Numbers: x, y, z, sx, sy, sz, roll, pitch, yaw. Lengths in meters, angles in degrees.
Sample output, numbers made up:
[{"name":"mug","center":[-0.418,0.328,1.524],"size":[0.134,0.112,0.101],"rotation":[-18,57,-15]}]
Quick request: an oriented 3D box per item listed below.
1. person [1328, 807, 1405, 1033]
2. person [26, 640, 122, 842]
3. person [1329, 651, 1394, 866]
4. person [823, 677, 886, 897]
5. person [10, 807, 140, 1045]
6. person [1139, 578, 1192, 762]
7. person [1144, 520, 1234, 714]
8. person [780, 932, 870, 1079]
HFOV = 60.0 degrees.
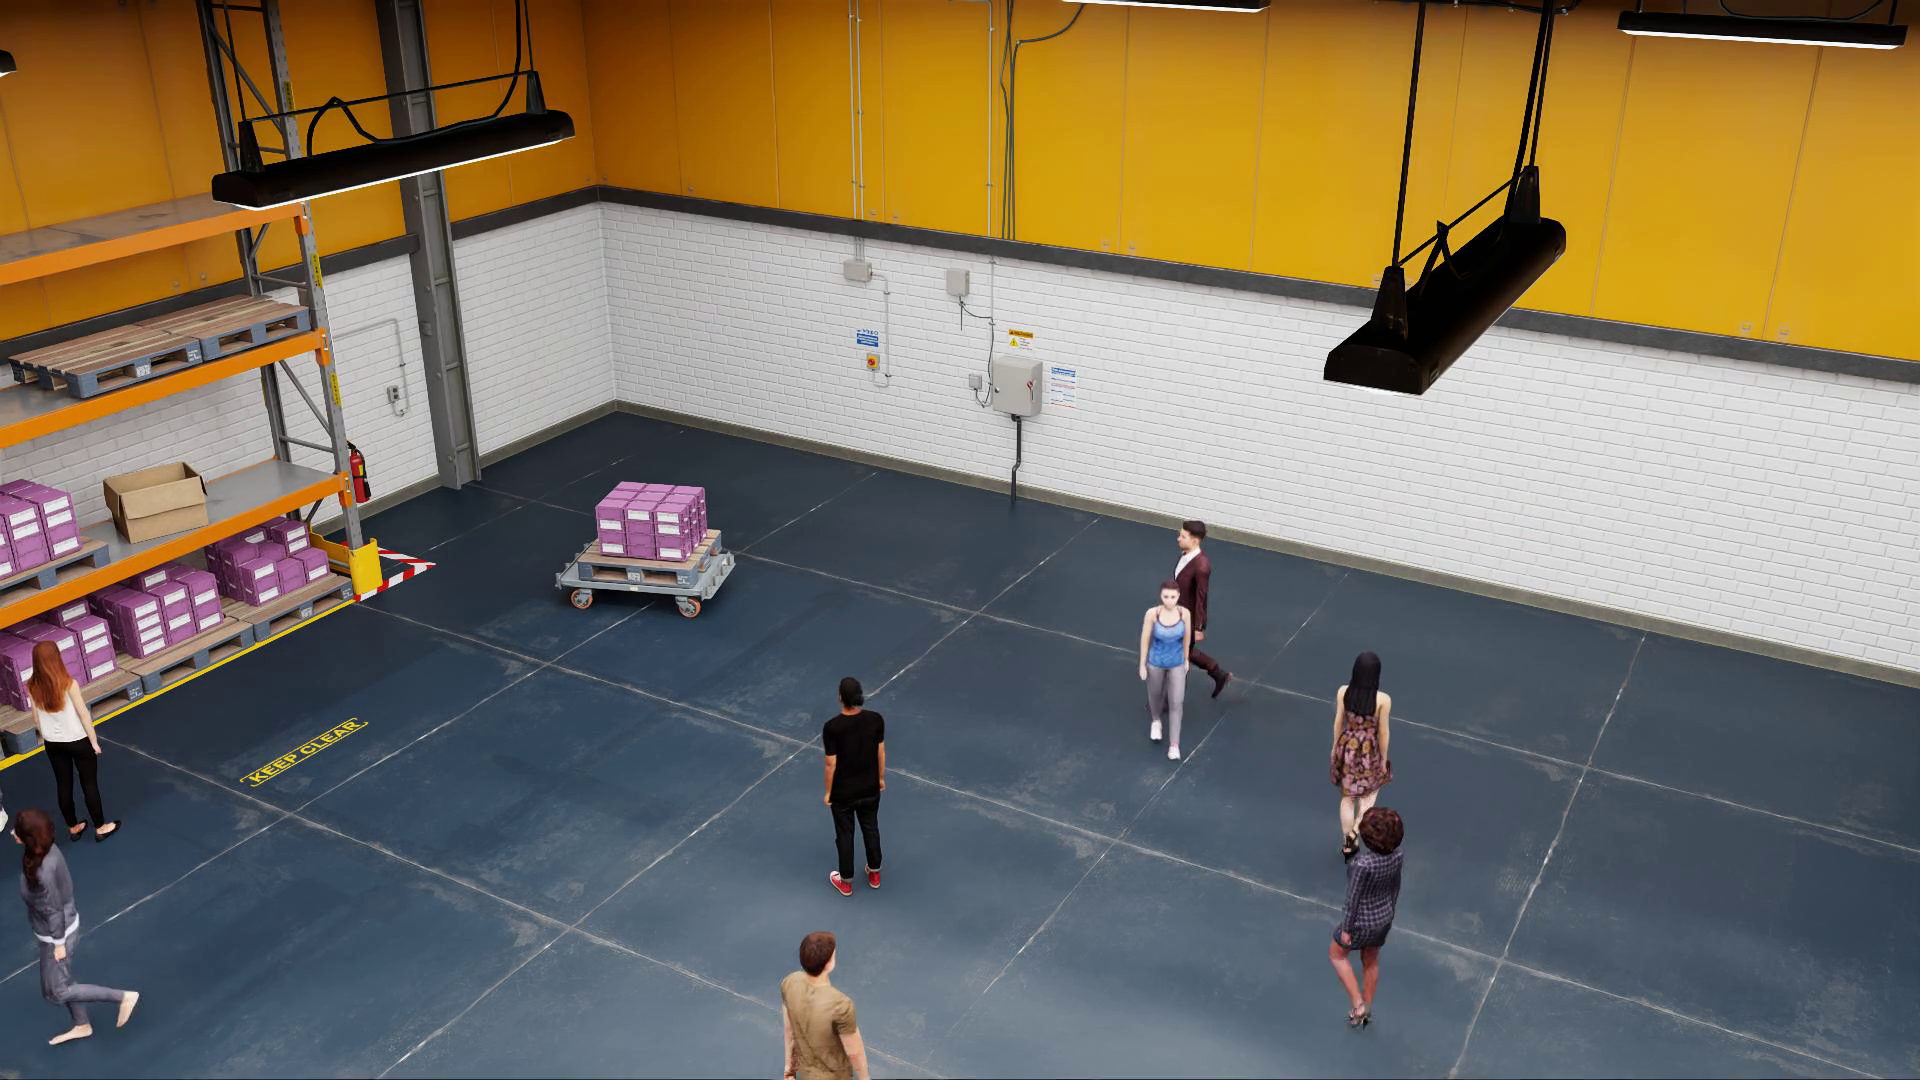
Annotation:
[{"name":"person","center":[2.673,2.504,10.704],"size":[0.699,1.690,0.801],"rotation":[-13,27,-27]},{"name":"person","center":[-6.887,1.554,12.836],"size":[0.645,1.722,0.647],"rotation":[1,24,1]},{"name":"person","center":[2.974,1.684,12.490],"size":[0.636,1.762,0.697],"rotation":[12,26,25]},{"name":"person","center":[-0.776,1.800,12.229],"size":[0.691,1.758,0.782],"rotation":[-10,26,-22]},{"name":"person","center":[-5.711,2.478,10.681],"size":[0.913,1.755,0.806],"rotation":[-14,27,-29]},{"name":"person","center":[1.747,1.039,14.195],"size":[0.874,1.578,1.071],"rotation":[1,24,2]},{"name":"person","center":[2.088,0.672,14.693],"size":[1.091,1.850,1.108],"rotation":[-2,24,-5]},{"name":"person","center":[-0.821,3.048,9.308],"size":[0.851,1.811,1.295],"rotation":[20,30,37]}]
